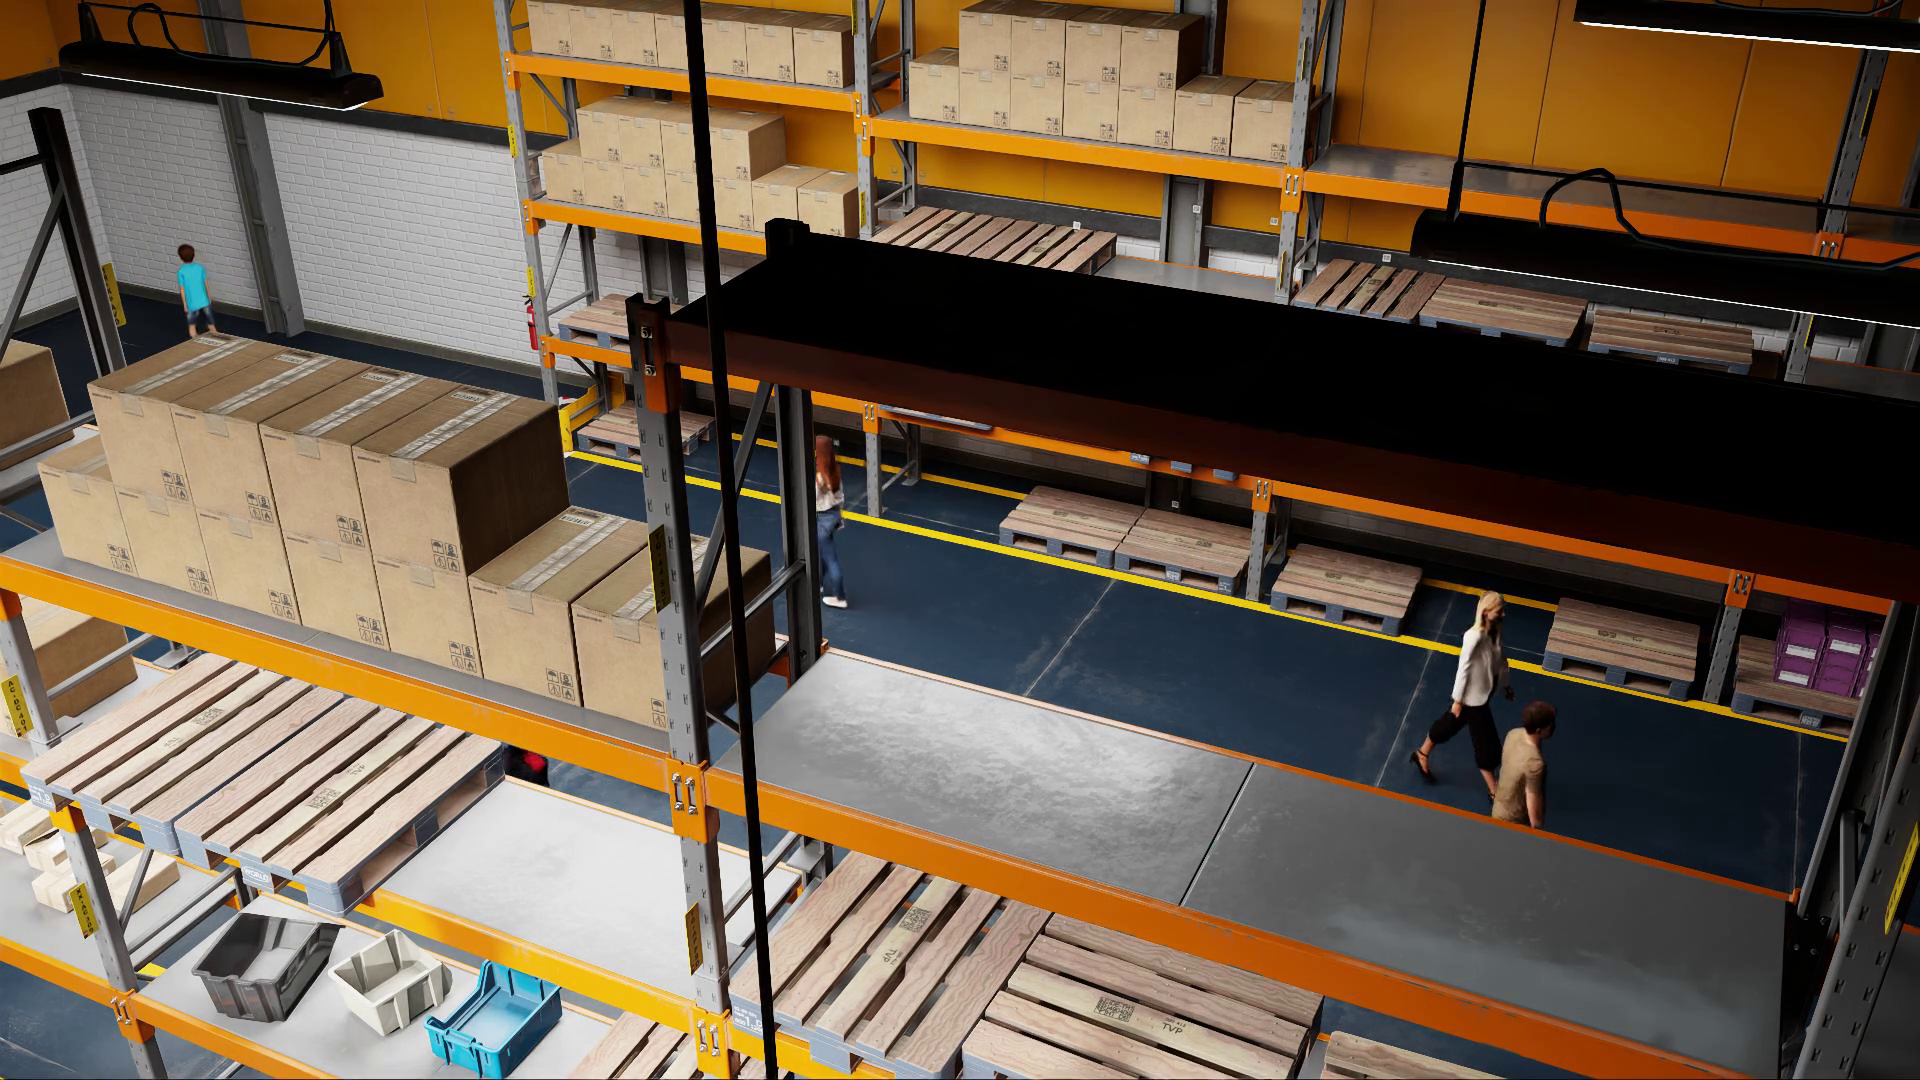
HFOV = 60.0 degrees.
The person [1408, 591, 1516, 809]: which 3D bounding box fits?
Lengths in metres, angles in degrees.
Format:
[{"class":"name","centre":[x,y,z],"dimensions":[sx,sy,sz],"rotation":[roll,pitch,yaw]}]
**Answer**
[{"class":"person","centre":[3.813,1.170,12.579],"dimensions":[1.222,1.810,0.855],"rotation":[23,36,36]}]

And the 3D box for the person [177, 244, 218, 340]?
[{"class":"person","centre":[-9.355,-2.915,20.463],"dimensions":[0.843,1.431,0.681],"rotation":[24,37,37]}]

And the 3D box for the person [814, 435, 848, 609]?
[{"class":"person","centre":[-1.138,-0.140,15.079],"dimensions":[0.811,1.715,0.621],"rotation":[15,32,25]}]

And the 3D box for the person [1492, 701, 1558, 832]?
[{"class":"person","centre":[3.662,1.870,11.263],"dimensions":[0.763,1.840,0.768],"rotation":[2,29,3]}]
